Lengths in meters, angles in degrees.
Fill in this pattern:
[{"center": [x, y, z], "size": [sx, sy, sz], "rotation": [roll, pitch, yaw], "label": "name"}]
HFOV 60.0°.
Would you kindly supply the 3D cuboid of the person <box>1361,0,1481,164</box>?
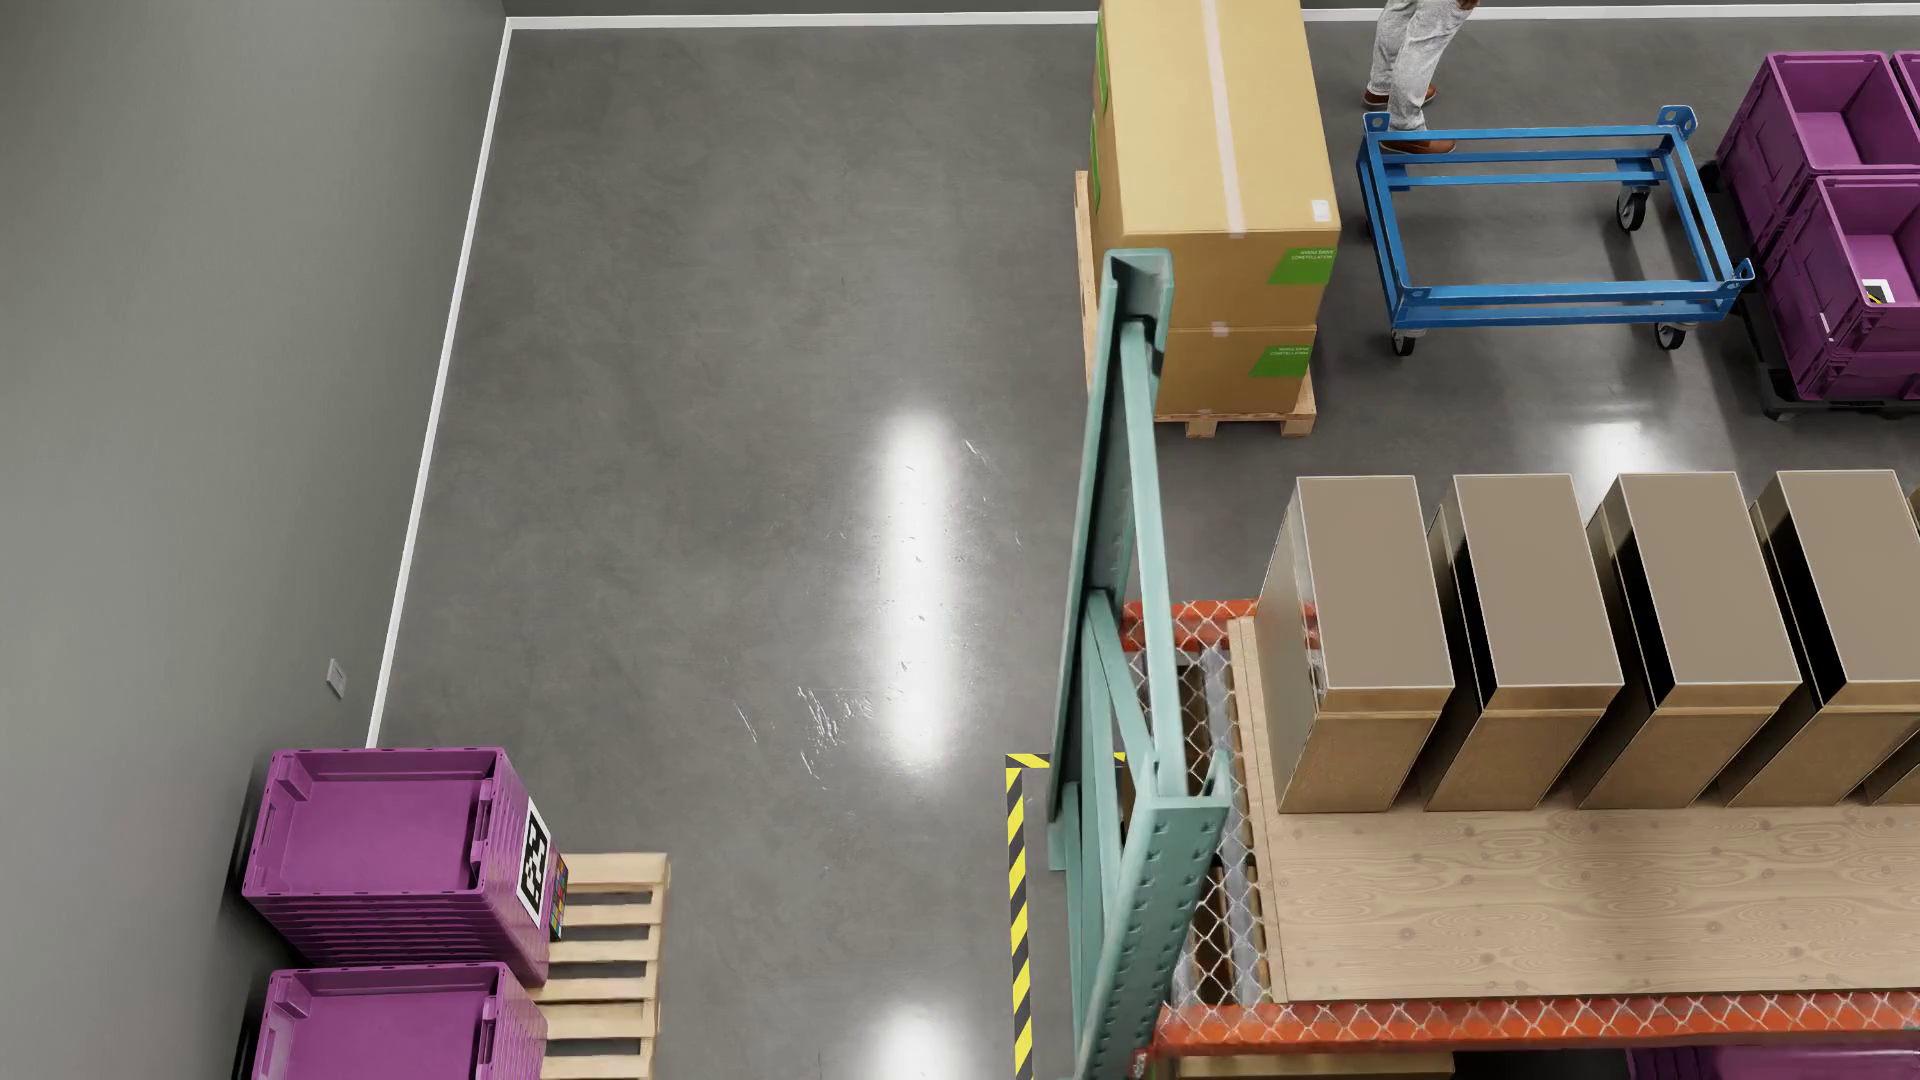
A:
[{"center": [1.820, -2.240, 6.076], "size": [0.372, 1.940, 0.630], "rotation": [-3, 58, -2], "label": "person"}]
